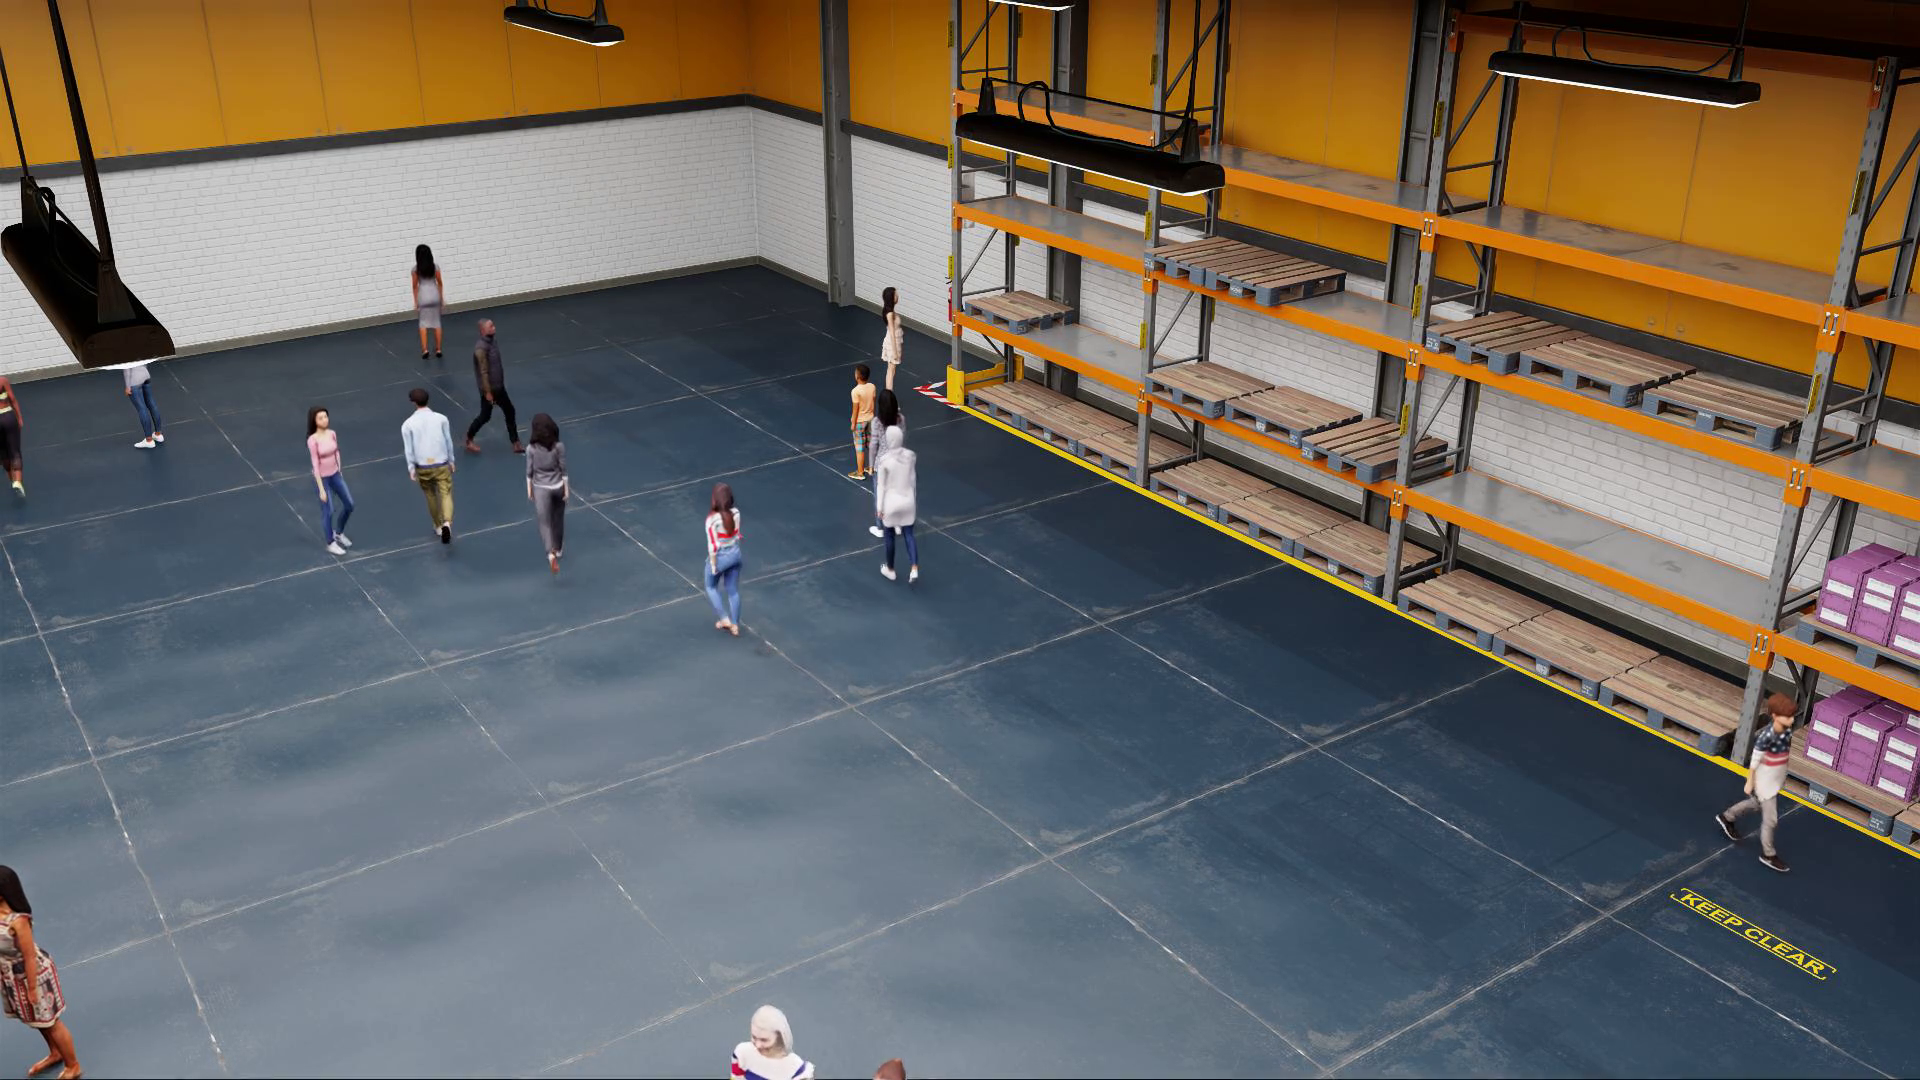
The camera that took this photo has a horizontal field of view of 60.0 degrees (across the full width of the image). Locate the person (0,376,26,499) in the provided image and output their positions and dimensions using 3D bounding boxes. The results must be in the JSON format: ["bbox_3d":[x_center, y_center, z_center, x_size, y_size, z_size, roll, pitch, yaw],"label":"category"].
[{"bbox_3d":[-11.472,-1.341,19.939,0.724,1.729,1.134,-10,25,-21],"label":"person"}]

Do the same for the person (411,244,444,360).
[{"bbox_3d":[-7.934,-3.553,24.938,0.636,1.779,0.619,-11,26,-24],"label":"person"}]

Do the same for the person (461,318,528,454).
[{"bbox_3d":[-6.049,-1.919,21.176,1.254,1.796,1.217,3,24,7],"label":"person"}]

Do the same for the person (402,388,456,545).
[{"bbox_3d":[-5.894,-0.791,18.615,0.853,1.780,1.151,-8,25,-18],"label":"person"}]

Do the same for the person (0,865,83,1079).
[{"bbox_3d":[-5.959,2.774,10.635,0.572,1.641,0.769,18,30,36],"label":"person"}]

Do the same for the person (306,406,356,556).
[{"bbox_3d":[-7.058,-0.676,18.410,0.734,1.734,0.699,12,26,25],"label":"person"}]

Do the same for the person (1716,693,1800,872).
[{"bbox_3d":[6.299,1.837,13.065,0.559,1.411,0.940,-14,27,-29],"label":"person"}]

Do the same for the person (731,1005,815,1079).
[{"bbox_3d":[-0.969,3.271,9.306,0.899,1.796,0.948,8,25,18],"label":"person"}]

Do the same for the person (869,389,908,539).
[{"bbox_3d":[-0.816,-0.875,18.870,0.639,1.732,0.571,-12,26,-25],"label":"person"}]

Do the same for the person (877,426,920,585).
[{"bbox_3d":[-0.621,-0.354,17.631,0.740,1.768,0.919,-10,26,-22],"label":"person"}]

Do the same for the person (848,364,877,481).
[{"bbox_3d":[-1.189,-1.475,20.578,0.546,1.461,0.557,21,31,39],"label":"person"}]

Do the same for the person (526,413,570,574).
[{"bbox_3d":[-4.425,-0.483,17.978,0.839,1.728,1.171,-7,24,-15],"label":"person"}]

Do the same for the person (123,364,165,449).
[{"bbox_3d":[-10.650,-2.063,21.584,0.740,1.734,0.673,3,24,7],"label":"person"}]

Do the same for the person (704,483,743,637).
[{"bbox_3d":[-2.288,0.216,16.537,0.626,1.601,0.611,-20,30,-38],"label":"person"}]

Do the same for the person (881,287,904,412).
[{"bbox_3d":[-0.945,-2.636,22.892,0.713,1.736,0.607,-3,24,-6],"label":"person"}]
